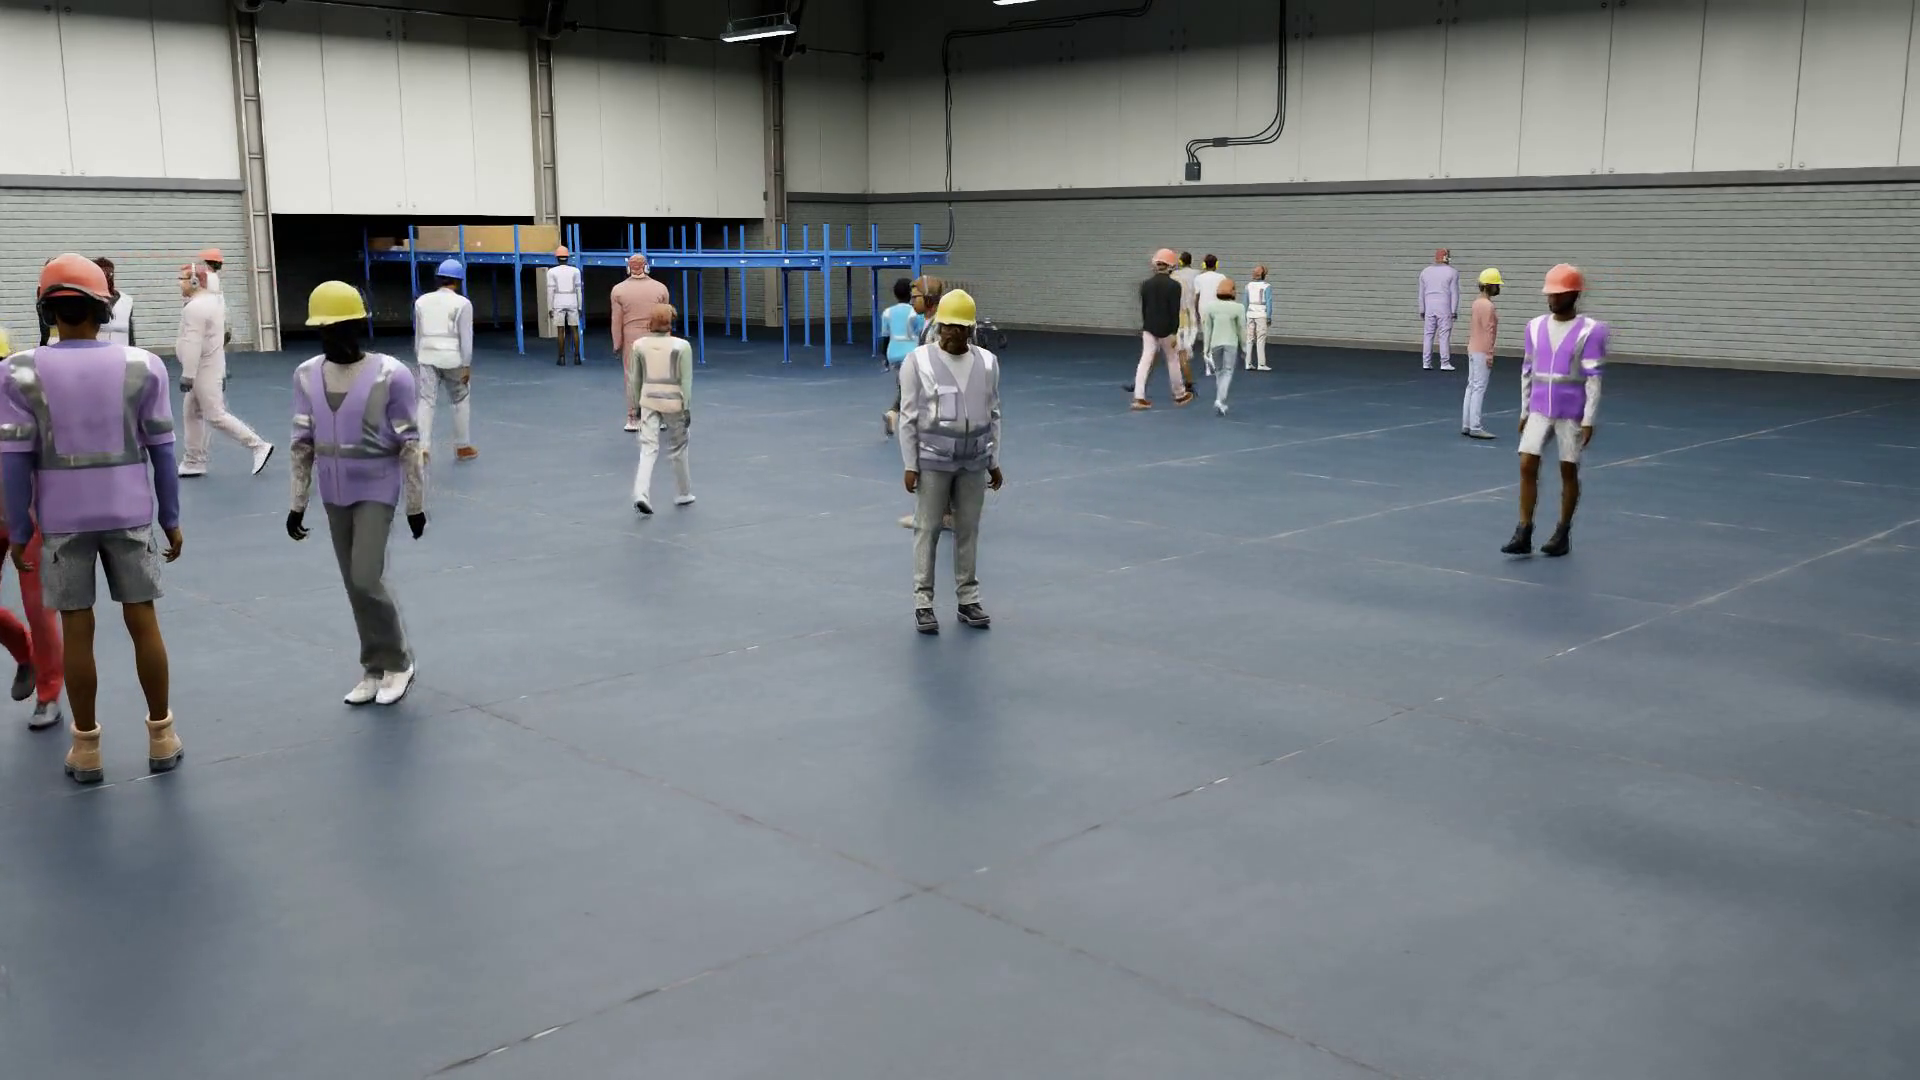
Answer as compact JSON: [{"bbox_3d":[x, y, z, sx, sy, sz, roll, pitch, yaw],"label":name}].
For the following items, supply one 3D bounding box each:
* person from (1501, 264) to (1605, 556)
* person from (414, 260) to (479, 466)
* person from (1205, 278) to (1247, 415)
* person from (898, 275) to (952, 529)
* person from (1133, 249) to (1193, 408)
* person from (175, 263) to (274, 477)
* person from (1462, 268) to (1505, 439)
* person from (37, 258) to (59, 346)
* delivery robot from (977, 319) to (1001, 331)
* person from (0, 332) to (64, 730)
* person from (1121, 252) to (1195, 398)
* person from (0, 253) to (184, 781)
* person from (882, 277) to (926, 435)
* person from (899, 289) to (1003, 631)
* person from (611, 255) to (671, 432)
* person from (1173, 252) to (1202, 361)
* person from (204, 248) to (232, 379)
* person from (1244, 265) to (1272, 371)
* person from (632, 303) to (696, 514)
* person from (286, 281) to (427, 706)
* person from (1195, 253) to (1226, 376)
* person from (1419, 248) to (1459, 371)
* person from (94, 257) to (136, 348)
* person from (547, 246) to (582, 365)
[{"bbox_3d":[3.851,-0.825,10.862,0.571,1.913,0.780,9,14,42],"label":"person"},{"bbox_3d":[-4.848,-1.662,15.561,0.612,1.888,0.721,2,11,10],"label":"person"},{"bbox_3d":[3.140,-2.301,19.764,0.510,1.606,0.733,5,12,27],"label":"person"},{"bbox_3d":[-0.259,-0.982,11.979,0.641,1.821,0.534,-1,10,-5],"label":"person"},{"bbox_3d":[2.488,-2.597,20.486,0.619,1.946,1.044,9,13,39],"label":"person"},{"bbox_3d":[-6.561,-1.486,14.596,0.876,1.879,0.653,-3,11,-17],"label":"person"},{"bbox_3d":[5.501,-1.956,17.445,0.327,1.767,0.533,0,10,1],"label":"person"},{"bbox_3d":[-10.806,-2.464,20.008,0.429,1.844,0.625,4,11,20],"label":"person"},{"bbox_3d":[0.527,-4.077,31.467,0.335,0.223,0.698,-6,12,-27],"label":"delivery robot"},{"bbox_3d":[-4.084,-0.065,7.163,0.589,1.749,0.439,-1,10,-4],"label":"person"},{"bbox_3d":[2.635,-2.796,21.678,0.969,1.886,0.556,-1,10,-4],"label":"person"},{"bbox_3d":[-3.394,-0.092,6.528,0.614,2.039,0.394,-6,12,-31],"label":"person"},{"bbox_3d":[-0.617,-1.924,17.504,0.535,1.677,0.717,7,13,34],"label":"person"},{"bbox_3d":[-0.038,-0.430,8.964,0.586,1.824,0.404,-4,11,-23],"label":"person"},{"bbox_3d":[-3.455,-2.130,18.033,0.637,1.901,0.403,-3,11,-18],"label":"person"},{"bbox_3d":[3.847,-3.933,28.028,0.553,1.845,0.640,3,11,18],"label":"person"},{"bbox_3d":[-10.986,-3.345,24.591,0.410,1.917,0.564,-7,12,-33],"label":"person"},{"bbox_3d":[4.667,-3.477,26.080,0.315,1.640,0.514,-9,14,-40],"label":"person"},{"bbox_3d":[-2.297,-1.017,12.779,0.524,1.598,0.859,2,11,13],"label":"person"},{"bbox_3d":[-2.714,-0.192,7.437,0.584,1.907,0.487,4,11,20],"label":"person"},{"bbox_3d":[3.774,-3.402,25.145,0.538,1.842,0.573,4,11,23],"label":"person"},{"bbox_3d":[7.533,-3.616,26.131,0.642,1.902,0.399,9,14,40],"label":"person"},{"bbox_3d":[-8.266,-1.775,16.087,0.719,1.904,0.600,9,13,39],"label":"person"},{"bbox_3d":[-6.481,-3.847,27.295,0.551,1.932,0.378,-4,11,-22],"label":"person"}]
